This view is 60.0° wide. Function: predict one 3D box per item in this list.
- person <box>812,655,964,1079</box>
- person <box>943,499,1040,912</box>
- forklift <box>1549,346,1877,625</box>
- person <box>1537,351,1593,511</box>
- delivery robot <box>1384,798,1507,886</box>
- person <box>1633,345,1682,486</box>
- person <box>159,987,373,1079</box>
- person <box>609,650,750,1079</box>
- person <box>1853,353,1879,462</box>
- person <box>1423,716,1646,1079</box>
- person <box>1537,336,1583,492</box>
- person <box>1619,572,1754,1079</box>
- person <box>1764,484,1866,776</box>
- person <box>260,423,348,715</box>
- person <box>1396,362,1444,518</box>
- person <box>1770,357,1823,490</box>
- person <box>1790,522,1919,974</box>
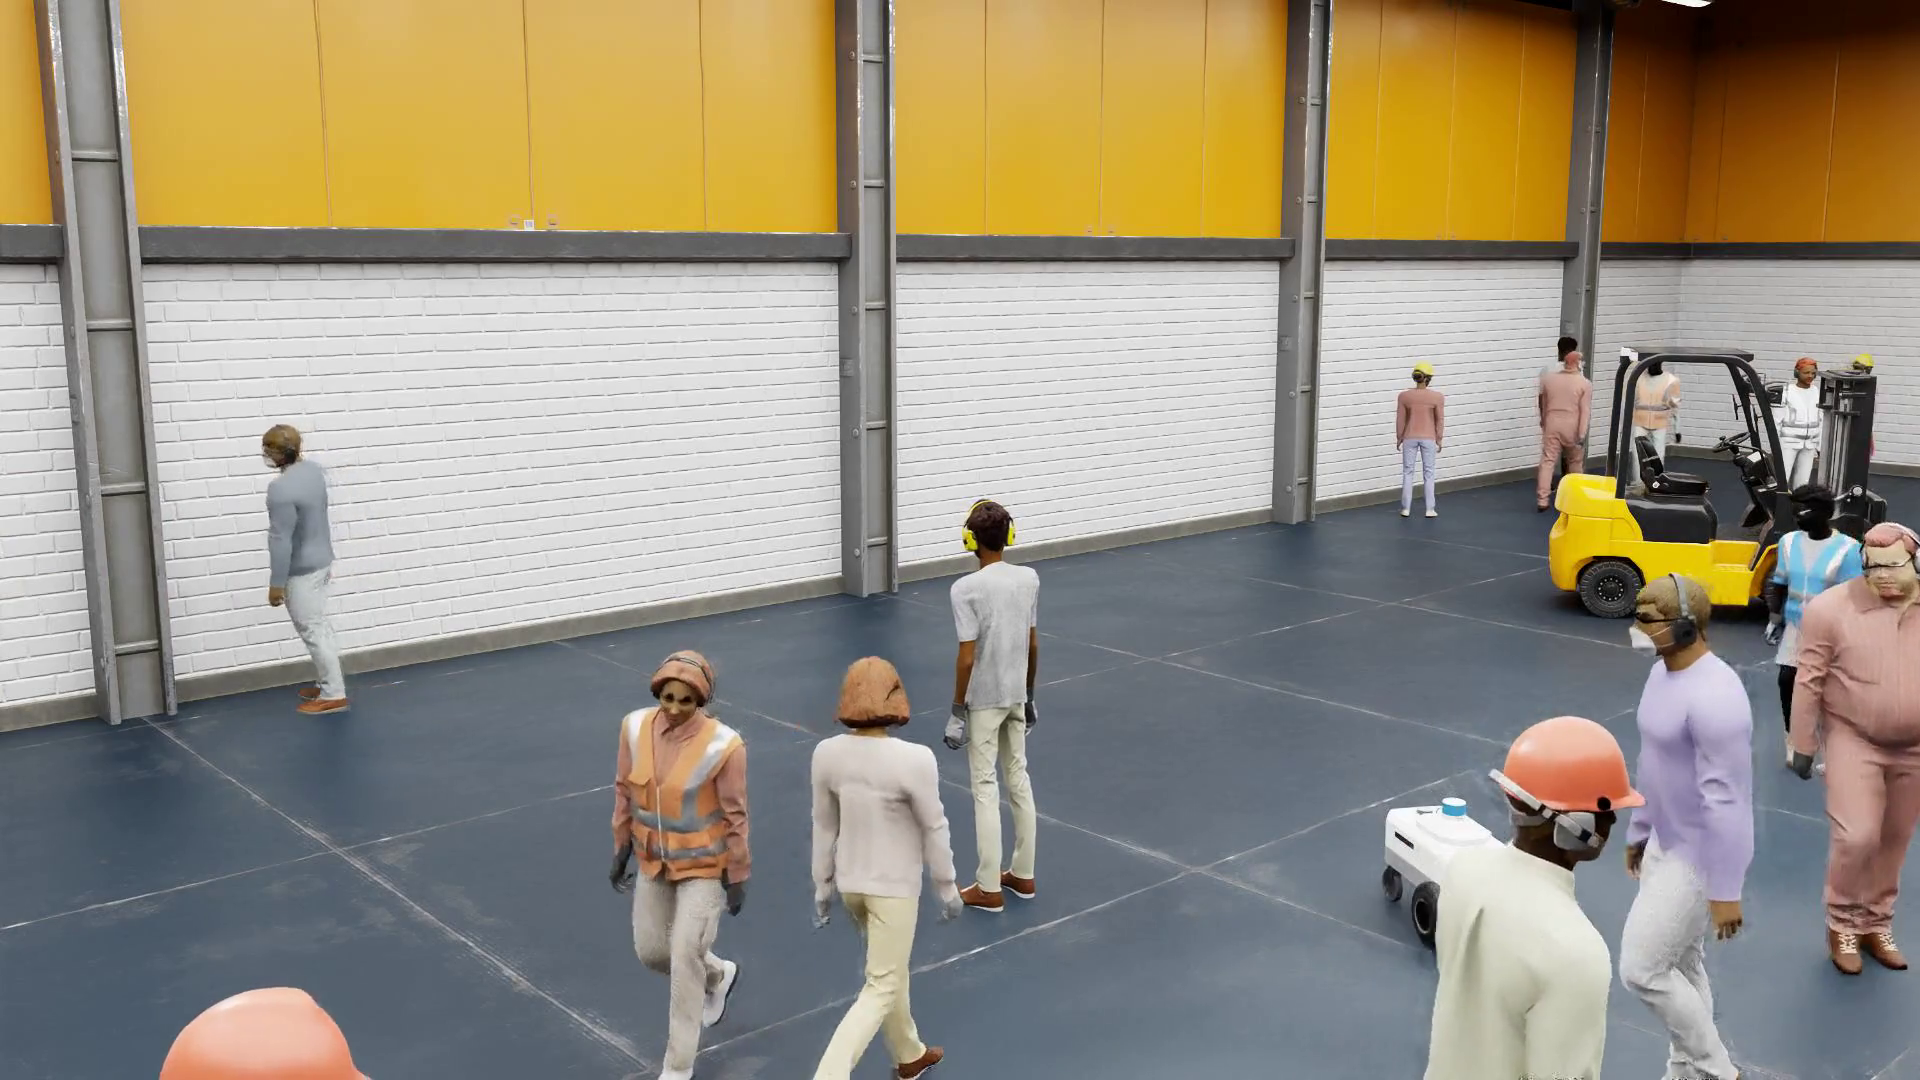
[{"bbox_3d":[-0.313,1.192,5.652,0.503,1.596,0.813,7,12,37],"label":"person"},{"bbox_3d":[0.140,0.745,7.503,0.513,1.864,0.331,-8,13,-40],"label":"person"},{"bbox_3d":[6.109,-0.478,13.691,2.313,2.155,1.214,3,10,16],"label":"forklift"},{"bbox_3d":[7.029,-1.259,19.291,1.027,1.837,0.666,-9,13,-43],"label":"person"},{"bbox_3d":[2.165,1.380,7.327,0.477,0.478,0.707,-2,10,-12],"label":"delivery robot"},{"bbox_3d":[8.222,-1.361,19.743,0.655,1.900,0.457,6,11,31],"label":"person"},{"bbox_3d":[-0.965,1.575,2.415,0.353,1.939,0.544,-2,10,-14],"label":"person"},{"bbox_3d":[-0.943,1.139,5.910,0.553,1.610,0.576,5,11,27],"label":"person"},{"bbox_3d":[11.030,-1.418,20.500,0.416,1.753,0.539,-6,12,-33],"label":"person"},{"bbox_3d":[1.337,1.337,3.761,1.001,1.940,0.626,-3,10,-14],"label":"person"},{"bbox_3d":[7.418,-1.525,20.509,0.380,1.958,0.602,-8,12,-38],"label":"person"},{"bbox_3d":[2.396,1.057,5.524,0.455,1.916,0.695,1,10,8],"label":"person"},{"bbox_3d":[4.897,0.503,9.501,0.367,1.663,0.547,-6,11,-31],"label":"person"},{"bbox_3d":[-4.173,0.198,10.592,0.427,1.908,0.673,-1,10,-5],"label":"person"},{"bbox_3d":[5.178,-1.124,18.749,0.526,1.760,0.337,4,10,21],"label":"person"},{"bbox_3d":[8.860,-0.991,17.595,0.585,1.882,0.337,-1,10,-5],"label":"person"},{"bbox_3d":[3.782,0.856,6.787,0.673,1.877,0.536,1,10,5],"label":"person"}]
